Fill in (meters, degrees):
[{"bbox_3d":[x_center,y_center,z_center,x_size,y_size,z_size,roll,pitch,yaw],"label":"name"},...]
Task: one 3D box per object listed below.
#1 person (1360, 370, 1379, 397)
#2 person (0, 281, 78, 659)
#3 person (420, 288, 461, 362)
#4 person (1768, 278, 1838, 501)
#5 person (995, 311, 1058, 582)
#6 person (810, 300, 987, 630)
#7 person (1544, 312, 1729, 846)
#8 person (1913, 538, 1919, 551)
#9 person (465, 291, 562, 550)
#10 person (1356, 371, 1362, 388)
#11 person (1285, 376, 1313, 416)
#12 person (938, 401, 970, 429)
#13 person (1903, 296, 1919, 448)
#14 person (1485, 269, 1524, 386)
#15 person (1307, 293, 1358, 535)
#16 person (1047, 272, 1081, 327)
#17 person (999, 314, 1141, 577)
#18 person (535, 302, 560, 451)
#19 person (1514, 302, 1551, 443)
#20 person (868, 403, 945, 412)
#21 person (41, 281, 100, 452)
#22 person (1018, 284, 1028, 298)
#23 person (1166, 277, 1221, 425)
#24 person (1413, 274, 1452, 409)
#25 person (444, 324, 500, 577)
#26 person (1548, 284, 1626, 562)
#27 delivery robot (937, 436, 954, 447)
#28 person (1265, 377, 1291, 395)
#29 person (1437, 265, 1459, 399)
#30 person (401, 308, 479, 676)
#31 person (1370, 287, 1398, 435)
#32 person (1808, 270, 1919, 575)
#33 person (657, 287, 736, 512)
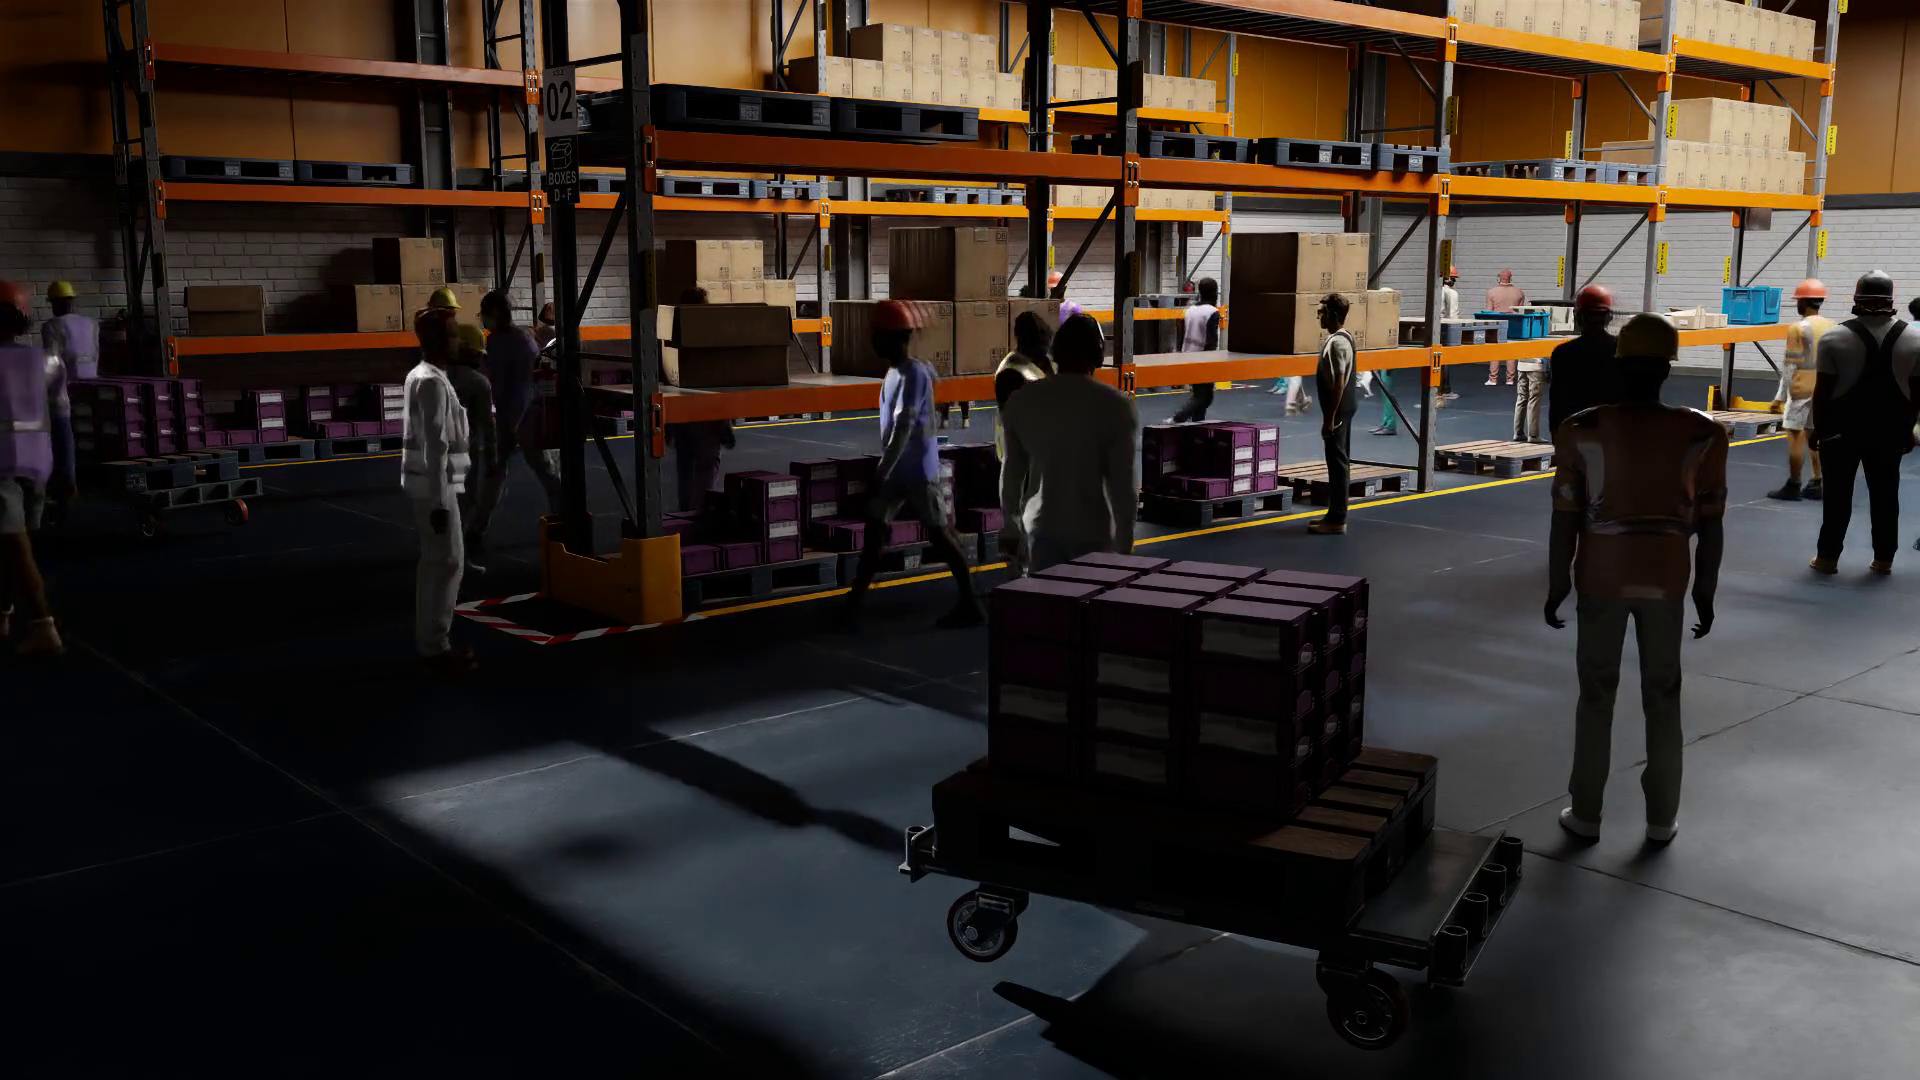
[{"bbox_3d":[6.130,-2.937,24.931,0.522,1.617,0.503,8,13,40],"label":"person"},{"bbox_3d":[-5.124,-0.375,8.924,1.031,1.987,0.673,6,12,33],"label":"person"},{"bbox_3d":[-4.731,-1.384,15.262,0.404,1.829,0.591,-6,11,-30],"label":"person"},{"bbox_3d":[7.318,-1.296,14.430,0.547,1.939,0.369,-5,11,-25],"label":"person"},{"bbox_3d":[0.467,-0.503,10.225,0.432,1.805,0.812,4,10,20],"label":"person"},{"bbox_3d":[-0.314,-0.403,9.398,1.025,1.882,0.550,-4,10,-22],"label":"person"},{"bbox_3d":[2.429,0.144,6.029,0.593,1.925,0.384,2,10,13],"label":"person"},{"bbox_3d":[6.960,-0.768,11.515,0.551,1.885,1.009,3,10,15],"label":"person"},{"bbox_3d":[-3.261,-0.860,12.080,0.649,1.874,1.053,8,13,40],"label":"person"},{"bbox_3d":[6.263,-3.372,26.675,0.651,1.906,0.401,-8,12,-37],"label":"person"},{"bbox_3d":[4.602,-2.653,22.346,0.654,1.937,1.032,8,12,38],"label":"person"},{"bbox_3d":[-0.092,-2.203,20.446,0.536,1.695,0.322,-2,10,-9],"label":"person"},{"bbox_3d":[10.510,-1.837,18.338,0.537,1.689,0.360,8,13,39],"label":"person"},{"bbox_3d":[8.890,-3.473,27.272,0.651,1.904,0.403,-1,10,-3],"label":"person"},{"bbox_3d":[2.858,-0.959,12.728,0.349,1.845,0.503,3,10,18],"label":"person"},{"bbox_3d":[1.166,-2.213,19.794,0.545,1.939,0.374,6,11,29],"label":"person"},{"bbox_3d":[0.488,-0.040,7.263,0.665,1.881,0.804,4,10,21],"label":"person"},{"bbox_3d":[-4.466,-1.787,18.224,0.492,1.625,0.282,9,13,43],"label":"person"},{"bbox_3d":[6.540,-1.921,18.987,0.313,1.633,0.511,-3,10,-19],"label":"person"},{"bbox_3d":[-0.416,-1.281,14.526,0.674,1.873,0.981,-9,13,-43],"label":"person"},{"bbox_3d":[-8.486,-1.506,15.833,0.945,1.880,0.600,6,11,31],"label":"person"},{"bbox_3d":[0.819,-1.957,18.620,0.756,1.830,0.549,-4,11,-24],"label":"person"},{"bbox_3d":[2.606,-1.972,18.523,0.649,1.901,0.605,-5,11,-25],"label":"person"},{"bbox_3d":[6.628,-2.814,23.112,0.548,2.037,0.635,4,11,23],"label":"person"},{"bbox_3d":[-3.251,-0.533,10.689,0.547,1.690,0.728,3,10,16],"label":"person"},{"bbox_3d":[4.175,-0.703,10.963,0.604,1.951,1.040,1,10,6],"label":"person"},{"bbox_3d":[-0.152,-0.667,14.516,0.477,0.478,0.707,8,12,38],"label":"delivery robot"},{"bbox_3d":[4.970,-3.152,25.585,0.388,1.837,0.564,-1,10,-7],"label":"person"},{"bbox_3d":[7.210,-3.097,24.817,0.392,1.990,0.612,-5,11,-25],"label":"person"},{"bbox_3d":[-2.681,-0.243,8.536,0.344,1.865,0.669,-4,11,-23],"label":"person"},{"bbox_3d":[5.074,-2.119,19.793,0.343,1.757,0.535,2,10,11],"label":"person"},{"bbox_3d":[6.049,-0.791,11.171,0.687,2.000,0.535,2,10,11],"label":"person"},{"bbox_3d":[-1.981,-0.893,12.262,0.655,1.908,0.651,7,12,35],"label":"person"}]
